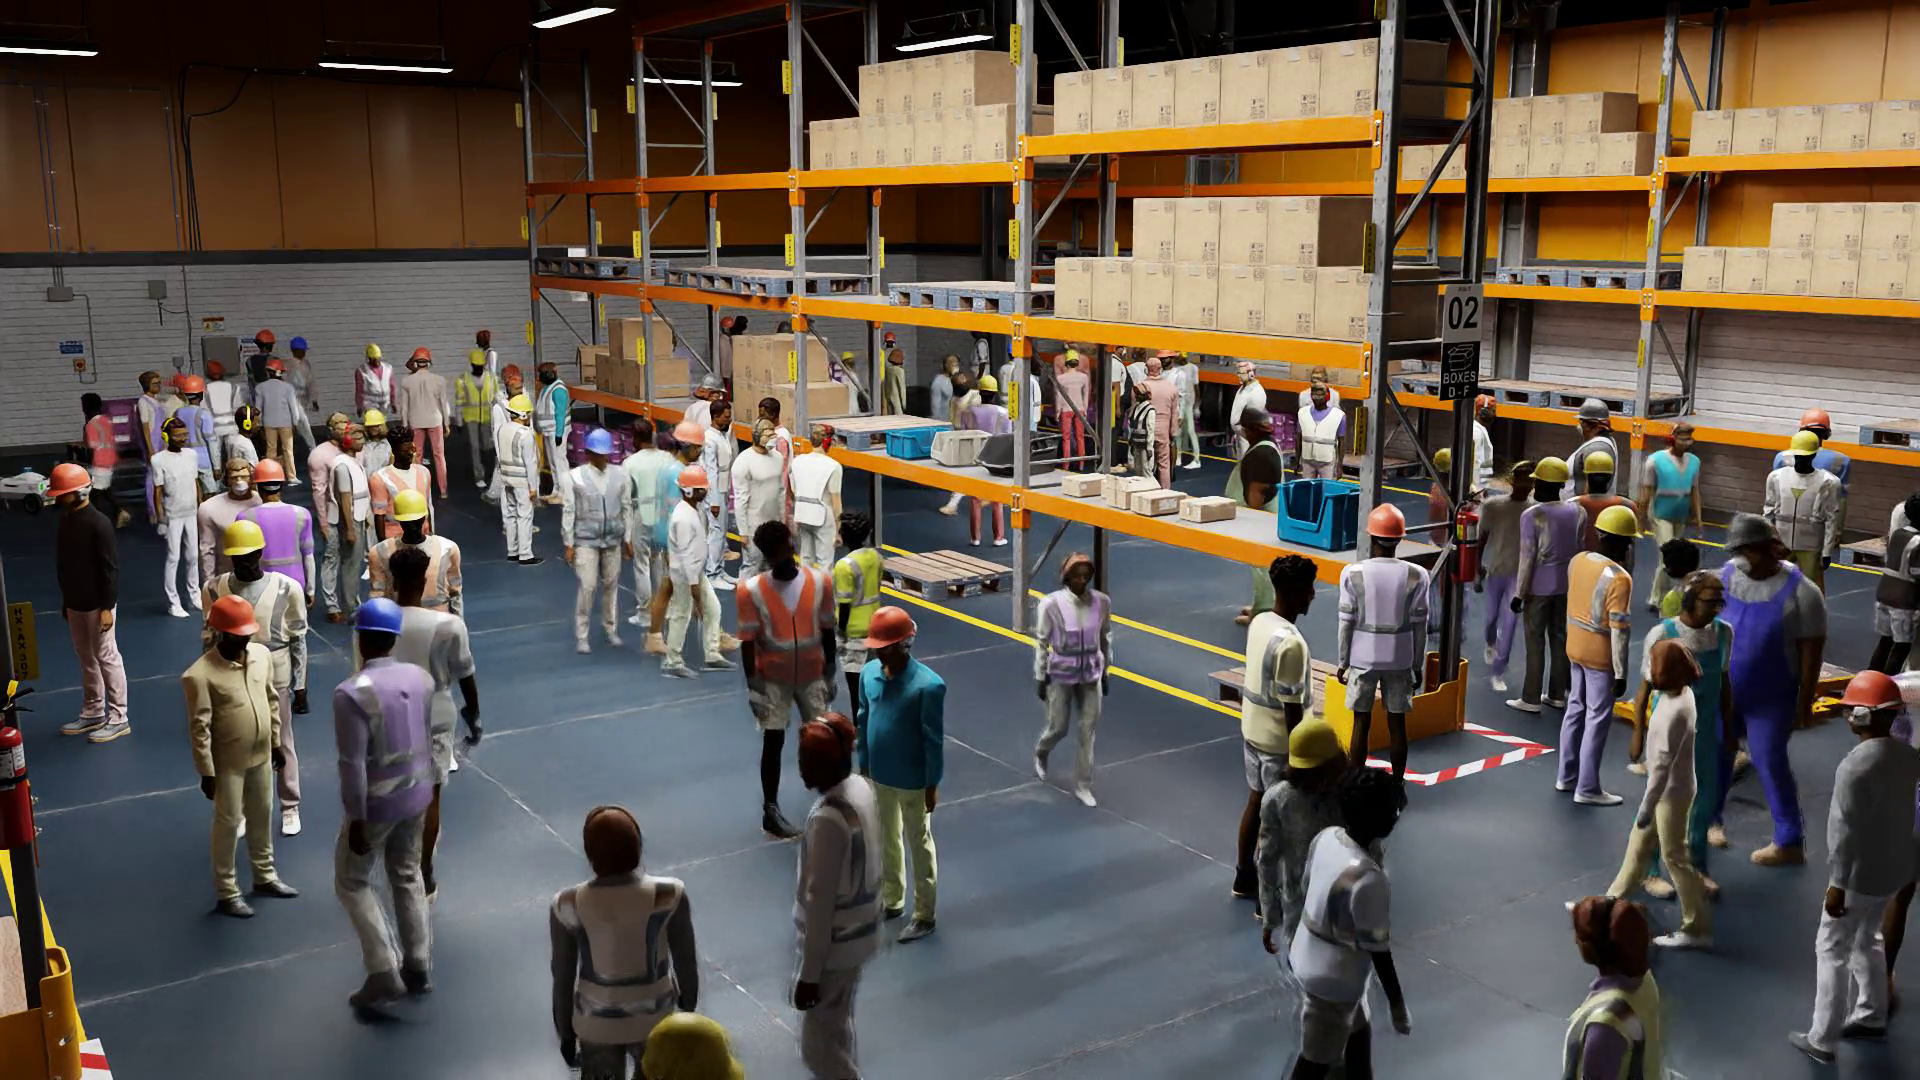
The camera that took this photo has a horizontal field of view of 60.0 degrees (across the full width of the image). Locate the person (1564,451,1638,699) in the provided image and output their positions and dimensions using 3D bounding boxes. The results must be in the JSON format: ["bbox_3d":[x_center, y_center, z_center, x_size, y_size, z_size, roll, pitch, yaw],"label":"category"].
[{"bbox_3d":[4.836,0.280,12.716,0.593,1.922,0.387,1,11,4],"label":"person"}]

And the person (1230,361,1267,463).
[{"bbox_3d":[3.577,-1.284,20.803,0.401,1.900,0.650,-1,11,-7],"label":"person"}]

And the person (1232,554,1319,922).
[{"bbox_3d":[1.688,1.031,8.807,0.379,1.956,0.601,-2,11,-9],"label":"person"}]

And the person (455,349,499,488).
[{"bbox_3d":[-6.618,-1.684,22.816,0.601,1.902,0.635,-7,13,-31],"label":"person"}]

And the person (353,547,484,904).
[{"bbox_3d":[-2.977,0.976,9.191,0.628,1.908,1.019,-1,11,-7],"label":"person"}]

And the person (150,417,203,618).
[{"bbox_3d":[-7.218,-0.212,15.410,0.312,1.861,0.508,5,12,24],"label":"person"}]

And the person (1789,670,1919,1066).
[{"bbox_3d":[3.959,1.430,7.330,0.579,1.734,0.373,-8,13,-35],"label":"person"}]

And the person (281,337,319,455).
[{"bbox_3d":[-10.008,-2.121,25.091,1.026,1.899,0.625,3,12,17],"label":"person"}]

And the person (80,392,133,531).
[{"bbox_3d":[-9.901,-0.868,19.191,0.422,1.680,0.575,-2,11,-9],"label":"person"}]

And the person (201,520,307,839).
[{"bbox_3d":[-4.190,0.828,9.906,0.587,1.927,0.367,-2,11,-10],"label":"person"}]

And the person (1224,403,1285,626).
[{"bbox_3d":[2.675,-0.250,15.133,0.539,2.000,0.694,3,12,16],"label":"person"}]

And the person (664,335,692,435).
[{"bbox_3d":[-4.468,-2.230,25.603,0.671,1.899,0.736,-1,11,-6],"label":"person"}]

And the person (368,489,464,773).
[{"bbox_3d":[-3.579,0.612,11.008,0.594,1.925,0.369,-4,12,-20],"label":"person"}]

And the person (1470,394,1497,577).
[{"bbox_3d":[5.328,-0.565,17.164,0.357,1.879,0.582,4,12,20],"label":"person"}]

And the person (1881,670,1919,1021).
[{"bbox_3d":[4.464,1.245,7.542,0.609,2.026,0.468,5,12,24],"label":"person"}]

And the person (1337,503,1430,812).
[{"bbox_3d":[2.620,0.734,10.350,0.549,1.942,0.347,2,11,10],"label":"person"}]

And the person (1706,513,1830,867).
[{"bbox_3d":[4.580,0.821,9.649,0.588,2.000,0.729,-8,14,-35],"label":"person"}]

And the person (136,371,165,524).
[{"bbox_3d":[-9.702,-1.111,20.043,0.343,1.846,0.507,-3,11,-13],"label":"person"}]

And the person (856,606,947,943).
[{"bbox_3d":[-0.331,1.187,8.557,0.573,1.739,0.355,9,14,40],"label":"person"}]

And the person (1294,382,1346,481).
[{"bbox_3d":[4.066,-0.871,18.809,0.569,1.843,0.374,7,13,32],"label":"person"}]

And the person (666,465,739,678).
[{"bbox_3d":[-2.065,0.260,13.313,0.695,1.723,0.601,0,11,0],"label":"person"}]

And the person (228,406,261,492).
[{"bbox_3d":[-6.984,-0.396,16.366,0.349,1.856,0.529,-9,14,-40],"label":"person"}]

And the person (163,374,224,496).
[{"bbox_3d":[-9.833,-1.266,21.199,0.918,1.699,0.560,3,11,13],"label":"person"}]

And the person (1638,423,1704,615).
[{"bbox_3d":[6.569,-0.166,15.259,0.578,1.819,0.605,-4,12,-21],"label":"person"}]

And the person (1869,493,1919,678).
[{"bbox_3d":[7.025,0.470,12.378,0.343,1.681,0.535,1,11,3],"label":"person"}]

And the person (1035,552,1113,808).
[{"bbox_3d":[0.704,0.858,10.542,0.518,1.623,0.492,-3,12,-17],"label":"person"}]

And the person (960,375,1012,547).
[{"bbox_3d":[0.295,-0.881,18.654,0.594,1.924,0.383,1,11,6],"label":"person"}]

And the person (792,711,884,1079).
[{"bbox_3d":[-0.476,1.541,6.406,0.447,1.867,0.691,2,11,8],"label":"person"}]

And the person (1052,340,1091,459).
[{"bbox_3d":[1.669,-2.172,25.129,0.659,1.971,0.437,-4,12,-19],"label":"person"}]

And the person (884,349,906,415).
[{"bbox_3d":[-0.999,-2.171,26.006,0.276,1.631,0.507,-8,14,-35],"label":"person"}]

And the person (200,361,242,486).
[{"bbox_3d":[-9.622,-1.420,21.668,0.575,1.837,0.980,-7,13,-32],"label":"person"}]

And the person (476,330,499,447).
[{"bbox_3d":[-7.612,-2.426,26.702,0.399,1.881,0.580,-7,13,-31],"label":"person"}]

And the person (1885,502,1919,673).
[{"bbox_3d":[7.230,0.360,12.458,0.570,1.860,0.719,5,12,25],"label":"person"}]

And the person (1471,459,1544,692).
[{"bbox_3d":[4.358,0.238,13.226,0.552,1.829,0.822,3,11,15],"label":"person"}]

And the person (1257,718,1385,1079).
[{"bbox_3d":[1.441,1.552,6.754,0.495,1.705,0.756,6,12,26],"label":"person"}]

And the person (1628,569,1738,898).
[{"bbox_3d":[3.927,1.045,9.036,0.586,1.838,0.375,-3,11,-14],"label":"person"}]

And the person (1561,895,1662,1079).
[{"bbox_3d":[2.108,1.898,5.213,0.564,1.615,0.518,7,13,31],"label":"person"}]

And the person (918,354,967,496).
[{"bbox_3d":[-0.255,-1.554,22.216,0.928,1.899,0.655,10,15,41],"label":"person"}]

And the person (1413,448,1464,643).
[{"bbox_3d":[4.143,0.060,14.335,0.612,1.731,0.534,-3,12,-17],"label":"person"}]

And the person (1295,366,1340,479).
[{"bbox_3d":[4.470,-1.262,20.845,0.558,1.829,0.513,5,12,23],"label":"person"}]

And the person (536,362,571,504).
[{"bbox_3d":[-5.259,-1.390,21.524,0.429,1.831,0.632,-6,13,-30],"label":"person"}]

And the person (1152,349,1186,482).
[{"bbox_3d":[2.857,-1.767,23.156,0.542,1.939,0.368,6,13,28],"label":"person"}]

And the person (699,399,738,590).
[{"bbox_3d":[-2.418,-0.455,16.535,0.402,1.908,0.598,0,11,0],"label":"person"}]

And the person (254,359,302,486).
[{"bbox_3d":[-9.370,-1.614,22.869,0.570,1.742,0.346,0,11,-2],"label":"person"}]

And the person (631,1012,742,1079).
[{"bbox_3d":[-0.696,2.016,4.333,0.382,1.732,0.526,-1,11,-3],"label":"person"}]

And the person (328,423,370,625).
[{"bbox_3d":[-5.541,-0.148,15.111,0.373,1.843,0.571,-3,11,-13],"label":"person"}]

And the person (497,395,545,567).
[{"bbox_3d":[-4.650,-0.628,17.639,0.586,1.824,0.404,10,15,42],"label":"person"}]

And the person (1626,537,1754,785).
[{"bbox_3d":[4.737,0.804,10.722,0.550,1.662,0.715,-10,15,-42],"label":"person"}]
